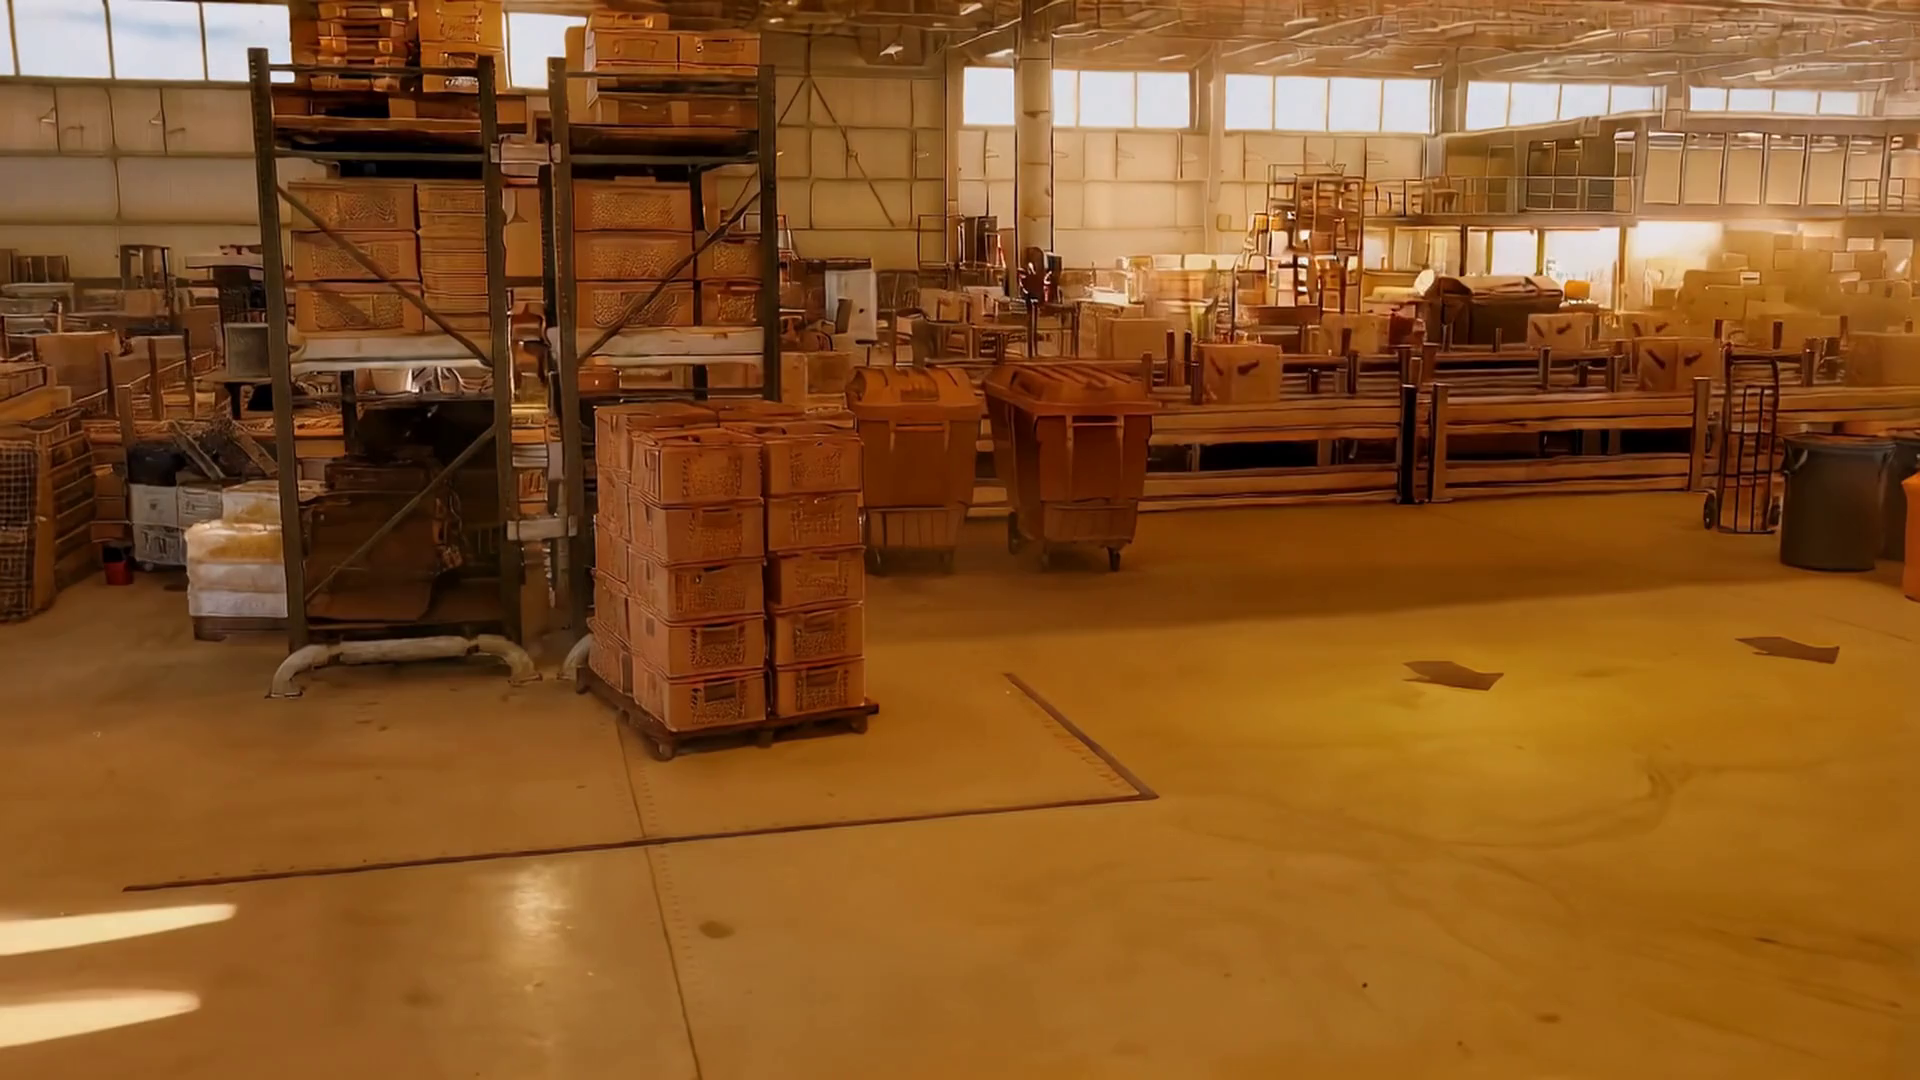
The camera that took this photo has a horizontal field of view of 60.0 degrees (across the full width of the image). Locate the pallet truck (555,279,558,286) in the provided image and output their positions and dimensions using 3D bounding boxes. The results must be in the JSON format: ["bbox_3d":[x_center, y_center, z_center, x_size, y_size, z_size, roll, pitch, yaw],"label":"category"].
[{"bbox_3d":[-10.604,-6.375,44.520,0.653,1.274,1.630,-3,10,-15],"label":"pallet truck"}]

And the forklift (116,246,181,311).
[{"bbox_3d":[-19.966,-6.232,40.894,1.157,1.987,2.680,-3,10,-15],"label":"forklift"}]

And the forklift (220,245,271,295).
[{"bbox_3d":[-17.749,-6.334,41.440,1.157,1.987,2.680,-3,10,-17],"label":"forklift"}]

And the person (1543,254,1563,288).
[{"bbox_3d":[18.904,-8.208,53.243,0.603,1.897,0.904,-3,10,-15],"label":"person"}]

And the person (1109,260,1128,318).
[{"bbox_3d":[3.746,-5.703,39.295,0.519,1.809,1.004,5,11,26],"label":"person"}]

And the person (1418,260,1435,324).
[{"bbox_3d":[12.686,-6.726,45.222,0.334,1.761,0.529,-8,13,-39],"label":"person"}]

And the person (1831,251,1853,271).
[{"bbox_3d":[22.607,-6.419,42.676,0.684,2.000,0.955,1,10,7],"label":"person"}]

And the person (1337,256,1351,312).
[{"bbox_3d":[12.153,-8.129,52.954,0.596,1.837,0.980,6,12,30],"label":"person"}]
